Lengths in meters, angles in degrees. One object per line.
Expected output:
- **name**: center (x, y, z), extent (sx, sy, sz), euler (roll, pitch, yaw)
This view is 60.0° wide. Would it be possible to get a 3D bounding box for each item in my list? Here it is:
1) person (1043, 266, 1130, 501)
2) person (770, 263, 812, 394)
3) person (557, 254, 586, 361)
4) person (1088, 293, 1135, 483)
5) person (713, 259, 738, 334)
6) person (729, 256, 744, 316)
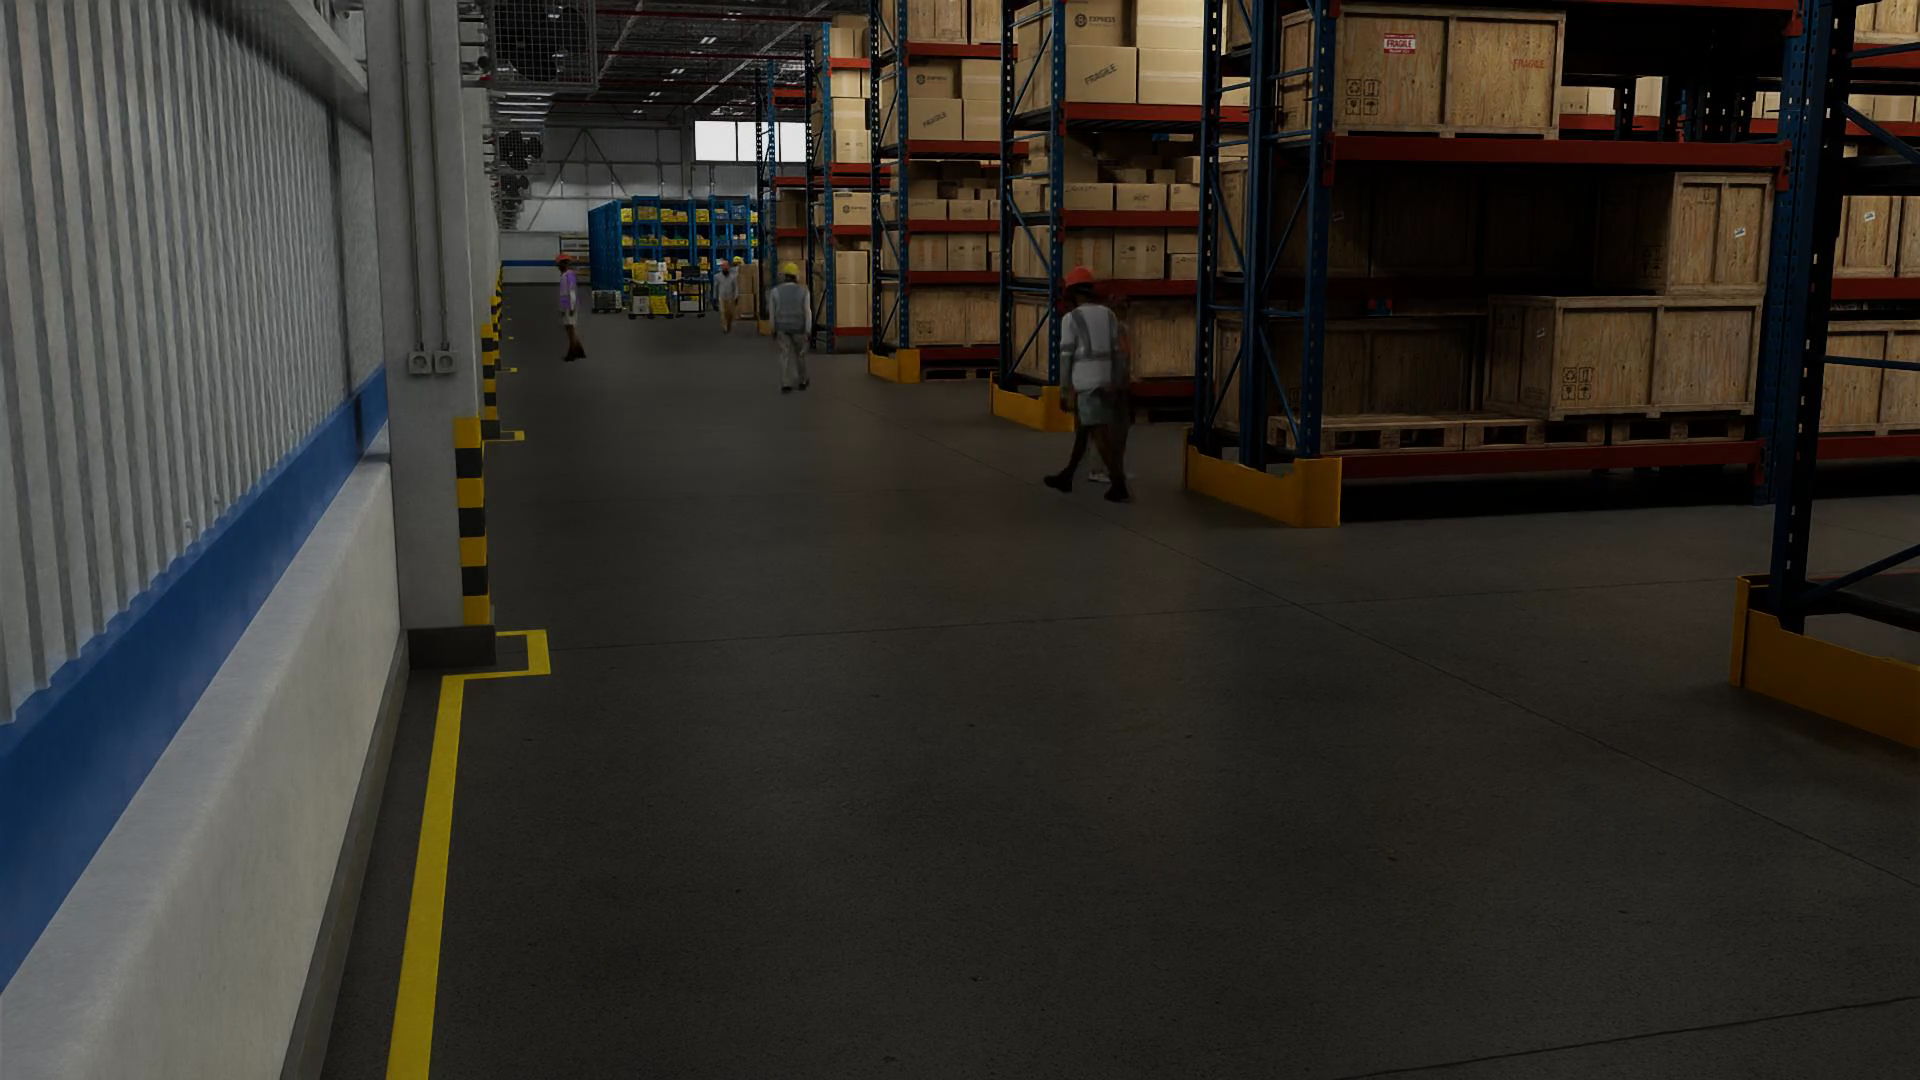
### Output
- **person**: center (1.054, -1.260, 13.377), extent (0.581, 1.871, 1.023), euler (-9, 13, -40)
- **person**: center (-2.345, -2.947, 23.163), extent (0.618, 1.780, 0.917), euler (1, 10, 6)
- **person**: center (-6.914, -4.135, 29.620), extent (0.472, 1.888, 0.695), euler (-5, 11, -26)
- **person**: center (1.303, -1.295, 14.260), extent (0.323, 1.626, 0.524), euler (6, 12, 30)
- **person**: center (-5.463, -5.680, 38.757), extent (0.589, 1.737, 0.413), euler (-2, 10, -12)
- **person**: center (-6.462, -7.330, 48.134), extent (0.485, 1.734, 0.348), euler (5, 11, 25)
